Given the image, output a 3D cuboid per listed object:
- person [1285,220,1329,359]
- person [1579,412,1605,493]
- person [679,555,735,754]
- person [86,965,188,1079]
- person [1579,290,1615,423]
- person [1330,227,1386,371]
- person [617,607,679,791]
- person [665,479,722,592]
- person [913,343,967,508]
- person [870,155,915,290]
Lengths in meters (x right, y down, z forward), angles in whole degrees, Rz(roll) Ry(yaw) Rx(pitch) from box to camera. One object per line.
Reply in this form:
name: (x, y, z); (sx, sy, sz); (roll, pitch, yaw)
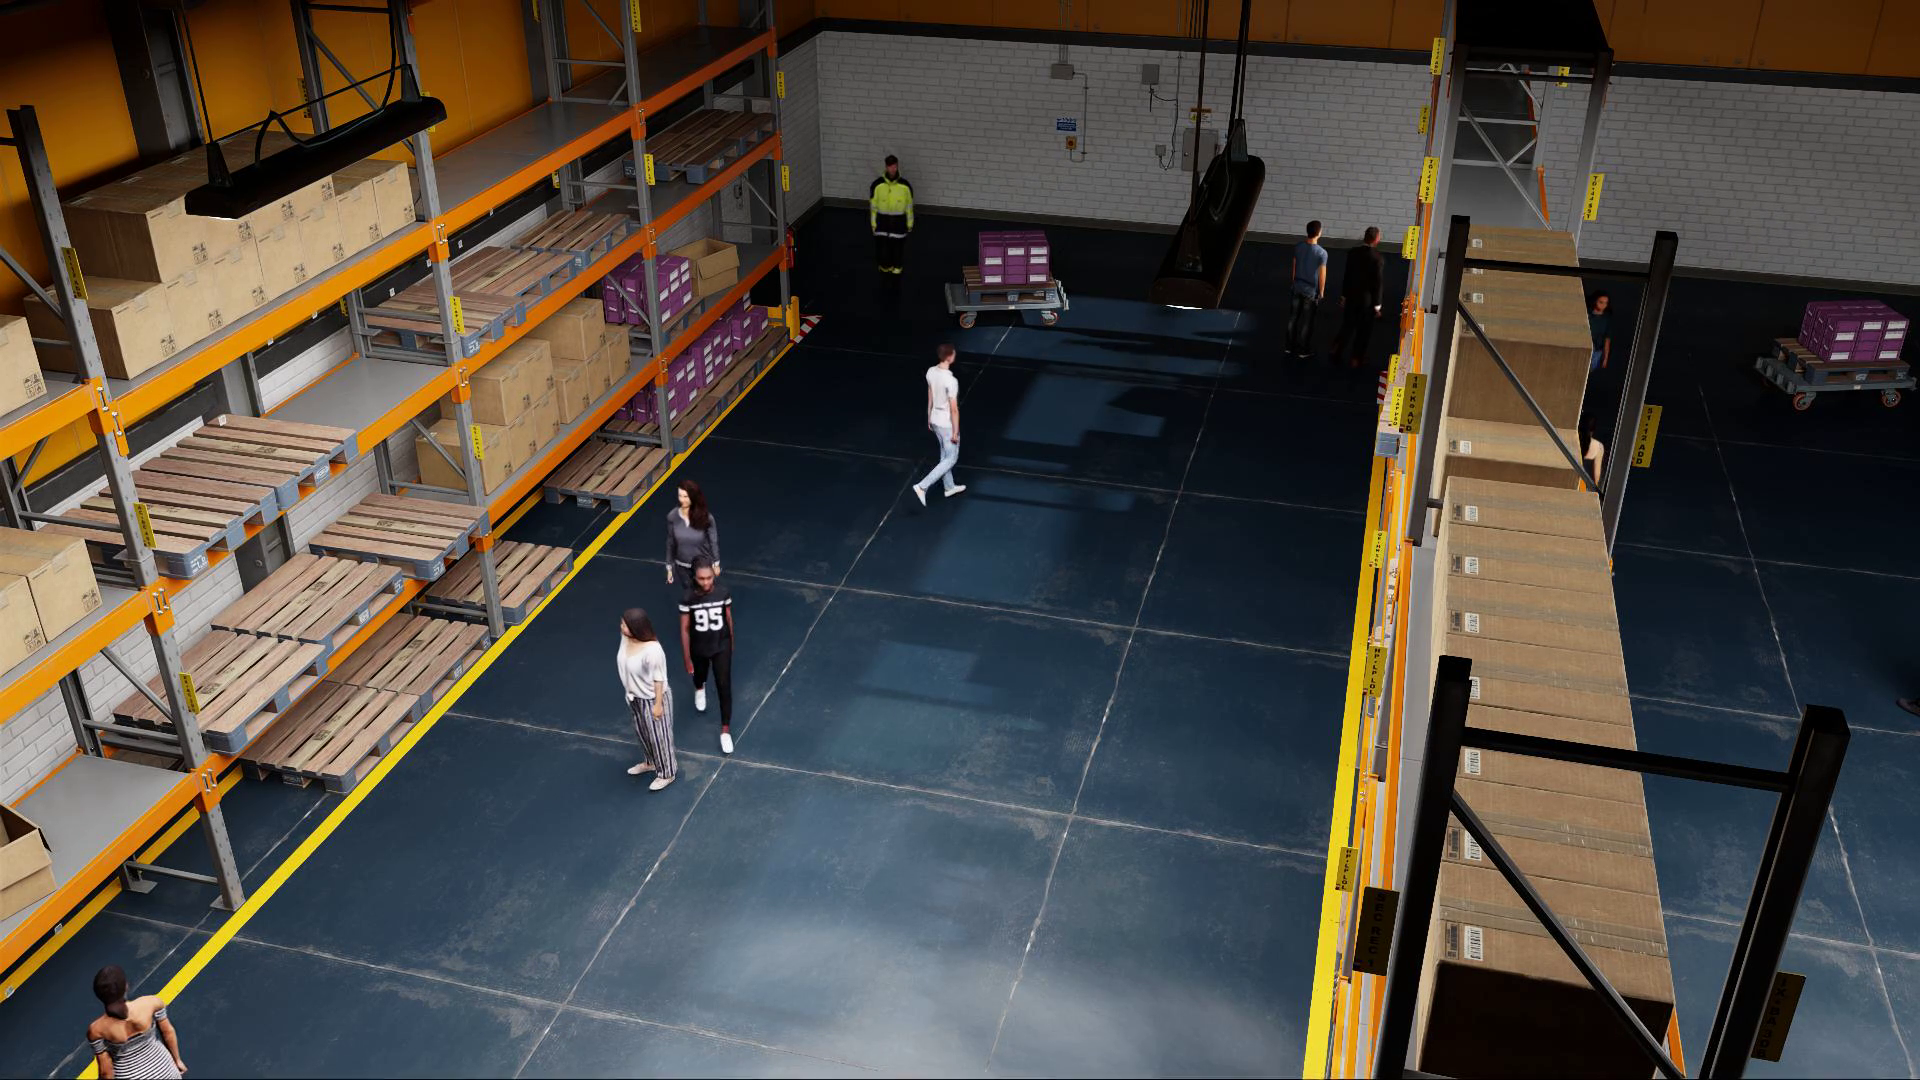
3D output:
person: (4.509, -3.286, 21.706); (0.708, 1.808, 0.690); (23, 36, 36)
person: (6.129, -0.431, 16.571); (0.597, 1.712, 0.760); (5, 29, 10)
person: (-2.159, 0.890, 14.173); (1.033, 1.689, 1.246); (-8, 30, -14)
person: (-4.769, 3.216, 9.771); (0.627, 1.822, 0.742); (-25, 38, -38)
person: (7.567, -2.278, 20.089); (0.713, 1.587, 0.987); (2, 29, 3)
person: (5.064, -3.038, 21.165); (1.066, 1.890, 0.966); (-24, 37, -37)
person: (-2.536, 1.252, 13.520); (0.814, 1.679, 0.786); (-22, 35, -34)
person: (-2.424, 0.208, 15.366); (0.658, 1.745, 0.827); (5, 29, 10)
person: (-0.234, -1.220, 17.892); (1.136, 1.833, 1.024); (-20, 35, -32)
person: (-0.993, -4.594, 23.940); (0.893, 1.964, 0.876); (-4, 29, -7)
